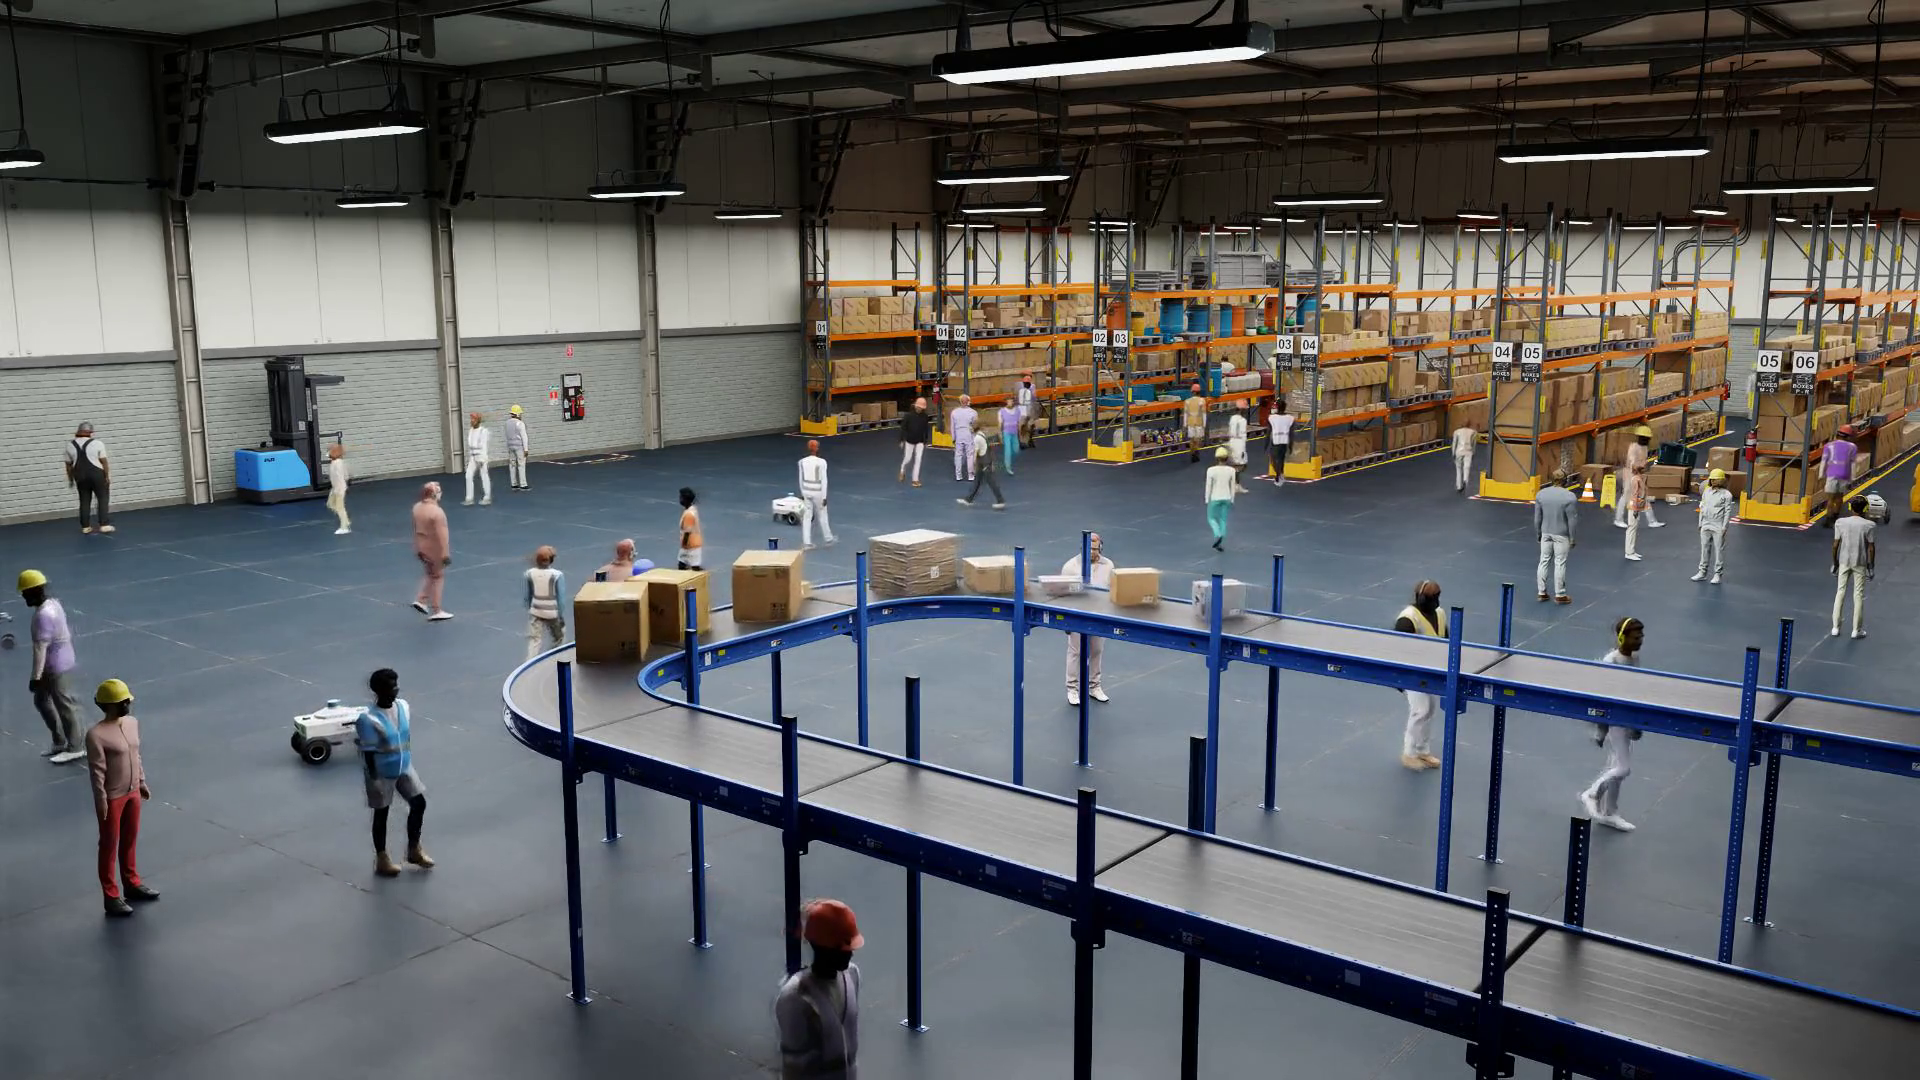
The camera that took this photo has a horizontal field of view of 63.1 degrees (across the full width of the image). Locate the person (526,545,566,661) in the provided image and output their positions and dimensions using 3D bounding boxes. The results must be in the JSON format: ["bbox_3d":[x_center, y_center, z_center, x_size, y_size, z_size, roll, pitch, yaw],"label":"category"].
[{"bbox_3d":[-4.804,0.856,18.157,0.529,1.595,0.847,3,10,16],"label":"person"}]

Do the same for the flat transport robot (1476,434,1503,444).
[{"bbox_3d":[14.585,-2.772,42.424,1.431,0.197,0.652,-4,11,-19],"label":"flat transport robot"}]

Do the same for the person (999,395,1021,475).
[{"bbox_3d":[1.140,-2.411,35.887,0.587,1.826,0.451,-6,12,-30],"label":"person"}]

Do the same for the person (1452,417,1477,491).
[{"bbox_3d":[10.662,-1.803,33.109,0.497,1.597,0.663,3,11,18],"label":"person"}]

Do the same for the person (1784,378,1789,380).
[{"bbox_3d":[22.561,-3.610,42.666,0.636,1.822,0.525,3,10,15],"label":"person"}]

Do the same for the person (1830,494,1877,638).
[{"bbox_3d":[11.614,0.331,20.340,0.514,1.872,0.328,8,13,40],"label":"person"}]

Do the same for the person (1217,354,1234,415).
[{"bbox_3d":[8.444,-4.968,49.971,0.635,1.937,0.352,-1,10,-7],"label":"person"}]

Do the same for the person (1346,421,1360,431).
[{"bbox_3d":[10.280,-3.328,40.839,0.648,1.907,0.575,-5,11,-26],"label":"person"}]

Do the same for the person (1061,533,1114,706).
[{"bbox_3d":[1.435,0.862,17.268,0.643,1.902,0.400,-4,11,-23],"label":"person"}]

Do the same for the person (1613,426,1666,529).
[{"bbox_3d":[12.401,-1.119,28.473,0.613,1.883,0.952,-8,13,-37],"label":"person"}]

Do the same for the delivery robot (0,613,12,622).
[{"bbox_3d":[-12.362,0.944,19.712,0.698,0.223,0.335,-5,11,-28],"label":"delivery robot"}]

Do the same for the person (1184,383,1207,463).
[{"bbox_3d":[5.728,-2.845,38.050,0.567,1.926,0.400,4,11,23],"label":"person"}]

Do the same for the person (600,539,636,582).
[{"bbox_3d":[-3.620,0.927,16.937,0.639,1.887,0.467,6,12,30],"label":"person"}]

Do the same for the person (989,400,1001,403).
[{"bbox_3d":[1.013,-4.155,45.616,0.336,1.863,0.521,-8,13,-39],"label":"person"}]

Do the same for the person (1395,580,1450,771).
[{"bbox_3d":[4.478,1.286,15.065,0.648,1.833,0.488,-8,13,-40],"label":"person"}]

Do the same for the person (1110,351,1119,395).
[{"bbox_3d":[5.281,-5.558,53.218,0.366,1.962,0.614,-4,11,-22],"label":"person"}]

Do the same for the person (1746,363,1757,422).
[{"bbox_3d":[24.197,-4.479,47.549,0.613,1.818,0.507,-1,10,-5],"label":"person"}]

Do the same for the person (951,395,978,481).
[{"bbox_3d":[0.124,-2.265,34.850,0.644,1.907,0.399,4,11,21],"label":"person"}]

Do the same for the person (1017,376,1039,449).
[{"bbox_3d":[1.781,-3.325,40.808,0.756,1.906,0.591,-5,11,-24],"label":"person"}]

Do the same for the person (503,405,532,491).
[{"bbox_3d":[-9.433,-1.968,33.383,0.590,1.833,0.404,6,11,29],"label":"person"}]

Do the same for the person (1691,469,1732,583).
[{"bbox_3d":[11.461,-0.221,23.805,0.294,1.744,0.487,-6,12,-31],"label":"person"}]

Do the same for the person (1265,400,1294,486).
[{"bbox_3d":[6.940,-2.095,33.926,0.609,1.896,0.709,-2,10,-10],"label":"person"}]

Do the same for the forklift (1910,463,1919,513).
[{"bbox_3d":[19.034,-1.348,28.998,2.313,2.155,1.214,8,13,37],"label":"forklift"}]

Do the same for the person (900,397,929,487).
[{"bbox_3d":[-1.019,-2.156,34.103,0.684,1.951,0.722,-5,11,-26],"label":"person"}]

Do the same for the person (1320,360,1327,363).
[{"bbox_3d":[12.152,-5.510,52.859,0.393,1.995,0.612,-9,13,-40],"label":"person"}]

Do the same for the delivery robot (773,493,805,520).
[{"bbox_3d":[-3.161,-0.631,29.309,0.707,0.478,0.477,7,12,35],"label":"delivery robot"}]

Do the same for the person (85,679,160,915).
[{"bbox_3d":[-6.309,1.905,11.770,0.315,1.770,0.524,2,10,9],"label":"person"}]

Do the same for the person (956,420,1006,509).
[{"bbox_3d":[0.438,-1.493,30.920,1.047,1.760,0.511,2,10,14],"label":"person"}]

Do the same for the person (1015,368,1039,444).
[{"bbox_3d":[1.840,-3.598,42.028,0.637,2.010,0.826,9,14,43],"label":"person"}]

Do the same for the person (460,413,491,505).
[{"bbox_3d":[-9.693,-1.601,31.231,0.593,1.855,0.780,6,12,30],"label":"person"}]

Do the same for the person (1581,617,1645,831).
[{"bbox_3d":[5.666,1.570,13.397,0.552,1.856,0.403,-8,13,-39],"label":"person"}]

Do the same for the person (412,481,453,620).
[{"bbox_3d":[-7.147,0.147,21.307,0.642,1.896,0.413,10,14,44],"label":"person"}]

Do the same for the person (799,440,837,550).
[{"bbox_3d":[-2.444,-0.779,26.623,0.605,1.850,0.808,5,11,28],"label":"person"}]

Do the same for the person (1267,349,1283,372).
[{"bbox_3d":[11.147,-5.847,55.352,0.609,1.789,0.919,2,10,9],"label":"person"}]

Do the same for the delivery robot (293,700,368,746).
[{"bbox_3d":[-6.193,1.824,15.489,0.707,0.478,0.477,-7,12,-35],"label":"delivery robot"}]

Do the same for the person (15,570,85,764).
[{"bbox_3d":[-8.857,1.226,15.211,0.533,1.894,0.621,-5,11,-25],"label":"person"}]

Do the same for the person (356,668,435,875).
[{"bbox_3d":[-4.457,1.841,12.374,0.535,1.682,0.546,5,11,27],"label":"person"}]

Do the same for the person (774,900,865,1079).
[{"bbox_3d":[-0.693,2.602,7.420,0.699,1.924,0.562,7,12,36],"label":"person"}]

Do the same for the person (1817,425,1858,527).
[{"bbox_3d":[16.241,-1.199,28.961,0.633,1.862,1.001,5,11,25],"label":"person"}]

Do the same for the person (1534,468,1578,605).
[{"bbox_3d":[8.516,-0.065,22.371,0.371,1.940,0.627,-9,13,-40],"label":"person"}]

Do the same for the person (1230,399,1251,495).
[{"bbox_3d":[5.783,-1.949,32.766,0.602,2.021,0.607,-4,11,-19],"label":"person"}]

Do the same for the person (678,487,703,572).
[{"bbox_3d":[-3.960,0.088,22.244,0.769,1.663,0.553,-1,10,-7],"label":"person"}]

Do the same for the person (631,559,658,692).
[{"bbox_3d":[-3.140,1.137,15.625,0.649,1.929,0.502,3,11,17],"label":"person"}]

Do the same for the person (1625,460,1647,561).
[{"bbox_3d":[11.081,-0.499,25.645,0.306,1.645,0.522,5,11,26],"label":"person"}]

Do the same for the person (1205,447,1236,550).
[{"bbox_3d":[4.389,-0.693,26.413,0.548,1.751,0.396,-2,10,-9],"label":"person"}]

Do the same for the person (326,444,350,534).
[{"bbox_3d":[-11.175,-0.909,28.031,0.366,1.620,0.507,-7,12,-34],"label":"person"}]

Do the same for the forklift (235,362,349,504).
[{"bbox_3d":[-13.803,-2.244,32.110,1.129,2.768,1.873,8,13,37],"label":"forklift"}]

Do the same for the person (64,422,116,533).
[{"bbox_3d":[-15.627,-1.117,28.126,0.807,2.000,0.615,-1,10,-3],"label":"person"}]

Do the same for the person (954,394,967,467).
[{"bbox_3d":[0.143,-2.609,37.288,0.866,1.724,0.537,-9,13,-41],"label":"person"}]

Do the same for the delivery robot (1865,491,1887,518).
[{"bbox_3d":[17.274,-0.679,29.581,0.477,0.478,0.707,4,11,21],"label":"delivery robot"}]
